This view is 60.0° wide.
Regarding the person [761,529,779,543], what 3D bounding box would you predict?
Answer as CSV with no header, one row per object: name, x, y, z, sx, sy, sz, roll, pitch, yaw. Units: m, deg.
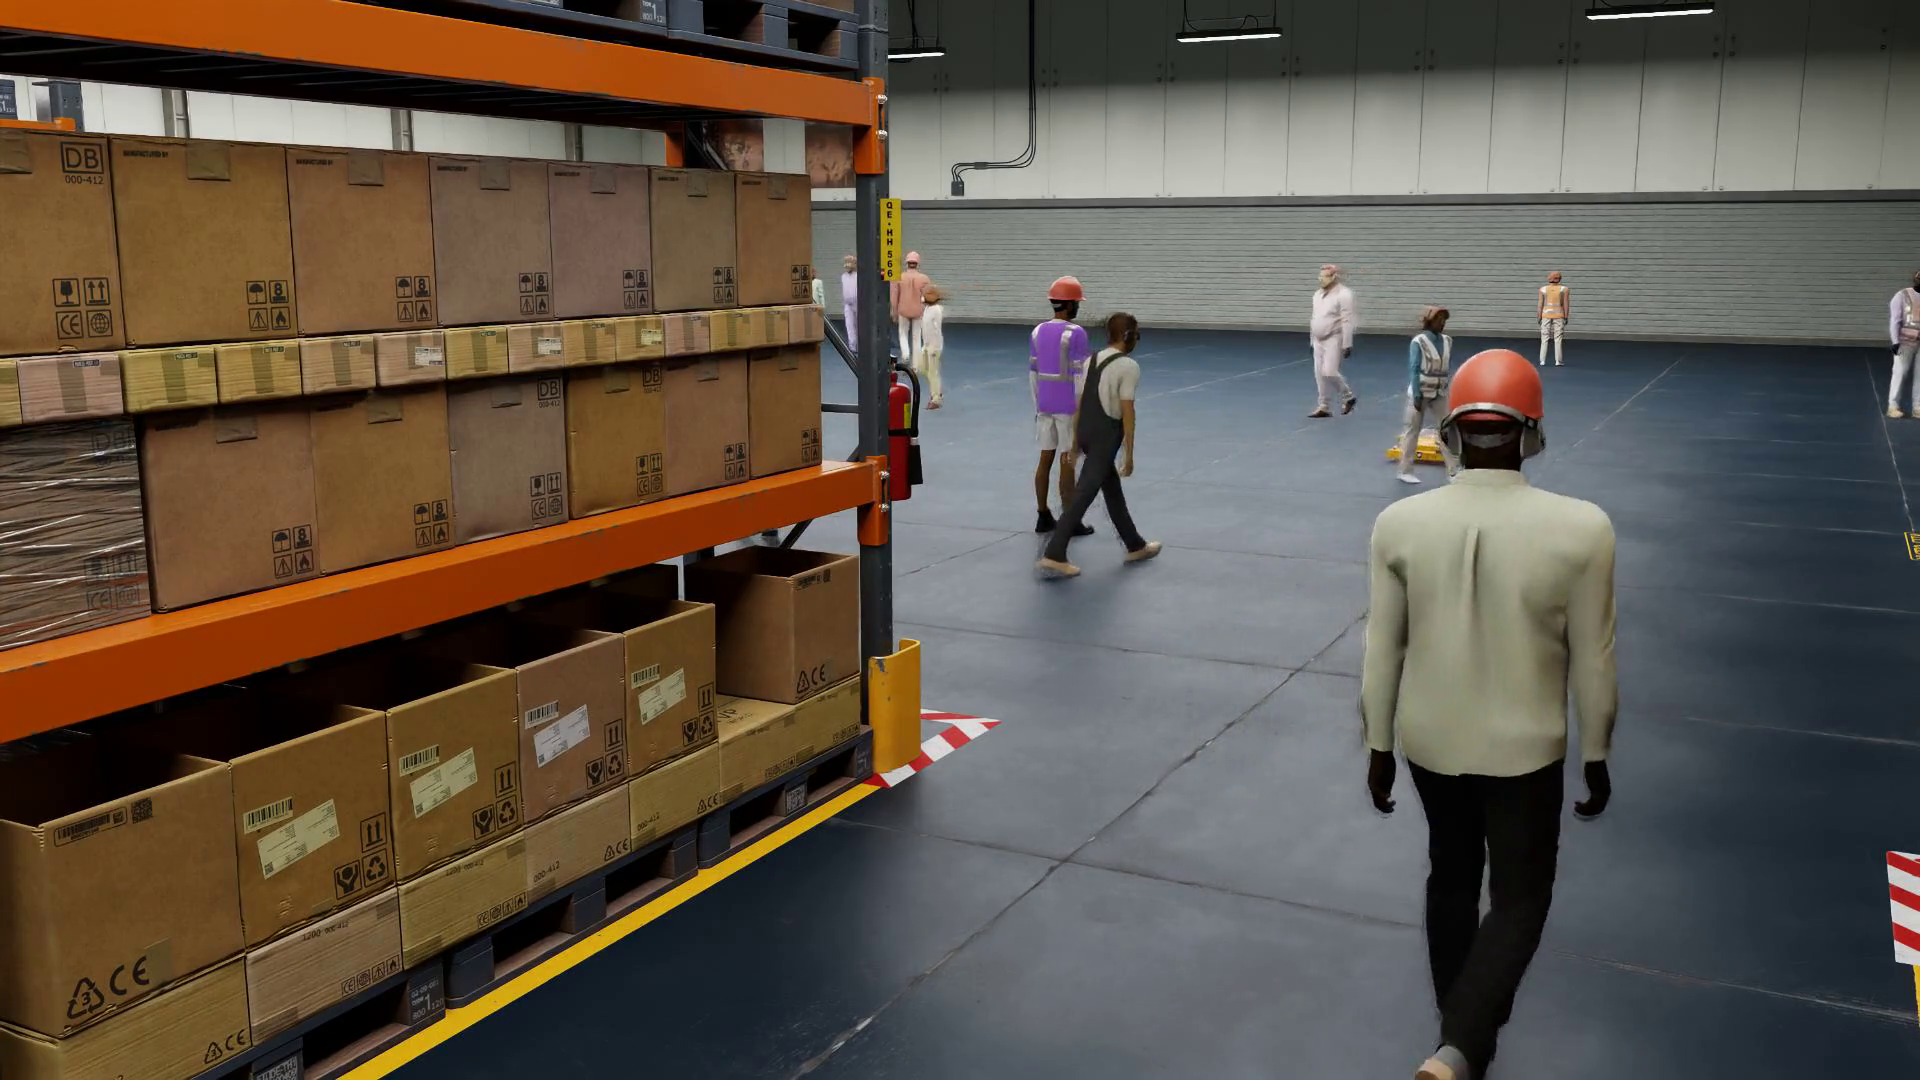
person,-1.527,-0.913,12.404,0.592,1.785,0.915,-3,11,-18

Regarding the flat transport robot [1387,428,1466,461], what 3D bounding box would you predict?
flat transport robot,4.926,-0.988,16.960,0.652,0.197,1.431,7,12,34

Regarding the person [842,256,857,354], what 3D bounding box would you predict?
person,-1.916,-4.467,31.598,0.687,1.865,0.864,8,13,38

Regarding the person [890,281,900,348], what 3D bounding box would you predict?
person,-1.551,-4.752,32.994,0.658,1.919,0.547,-4,11,-22

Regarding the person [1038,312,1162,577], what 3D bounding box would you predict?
person,0.949,-0.643,11.112,1.139,1.747,0.530,-7,12,-32

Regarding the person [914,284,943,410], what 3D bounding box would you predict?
person,-0.392,-2.471,21.369,0.338,1.624,0.505,-4,11,-23

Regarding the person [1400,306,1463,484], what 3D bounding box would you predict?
person,4.261,-1.268,14.846,0.533,1.604,0.782,-6,12,-28

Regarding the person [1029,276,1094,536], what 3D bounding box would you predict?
person,0.766,-1.000,12.477,0.379,1.938,0.547,-9,14,-41

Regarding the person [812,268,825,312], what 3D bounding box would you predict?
person,-3.029,-4.741,33.769,0.556,1.603,0.656,0,10,1

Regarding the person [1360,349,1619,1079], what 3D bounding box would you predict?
person,1.295,0.508,4.176,0.615,1.965,0.844,7,13,35

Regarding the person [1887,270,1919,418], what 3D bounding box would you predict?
person,11.741,-2.412,20.448,0.647,1.836,0.429,0,10,2

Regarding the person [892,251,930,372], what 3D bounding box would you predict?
person,-0.781,-3.708,27.131,0.652,1.976,0.443,-1,10,-4

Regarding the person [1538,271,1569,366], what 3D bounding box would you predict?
person,10.181,-3.798,28.557,0.513,1.638,0.309,5,12,27

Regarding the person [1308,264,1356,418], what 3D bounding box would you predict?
person,4.555,-2.432,20.408,0.481,1.894,0.651,-5,12,-25
